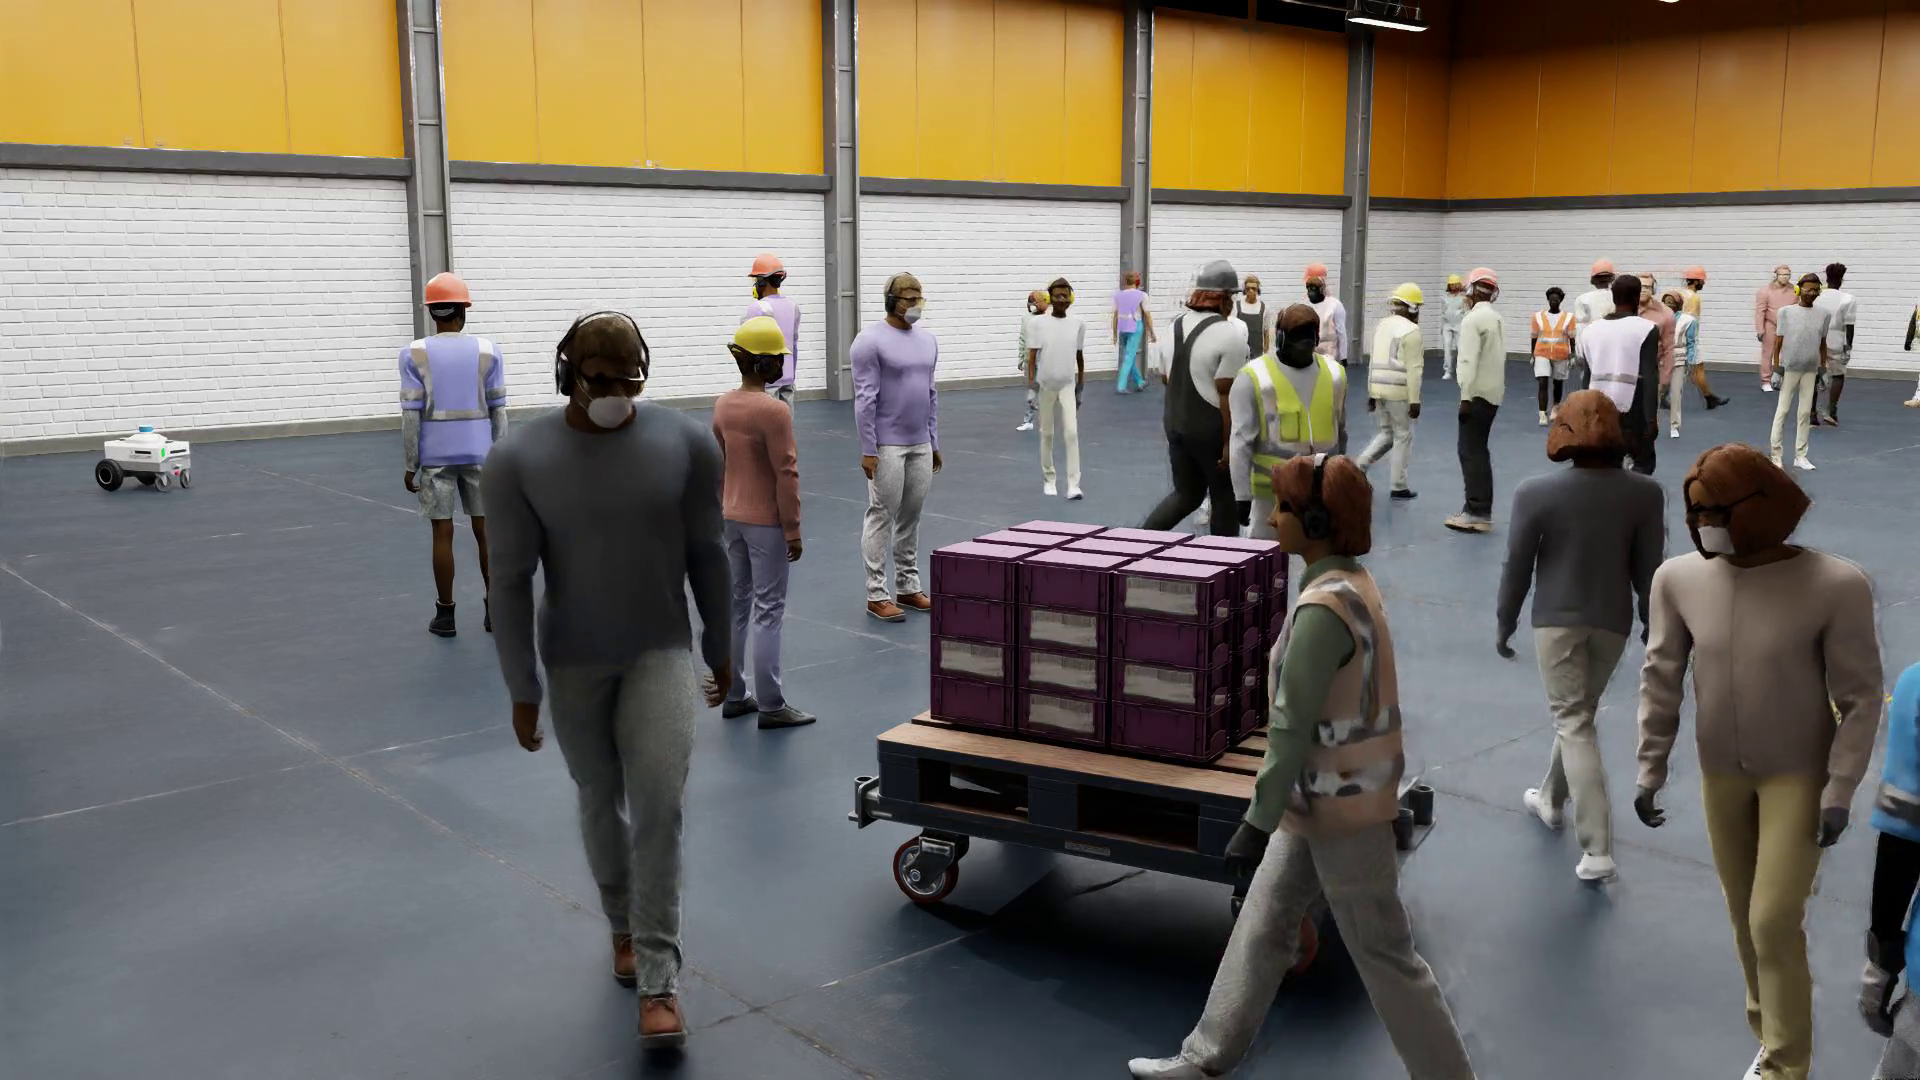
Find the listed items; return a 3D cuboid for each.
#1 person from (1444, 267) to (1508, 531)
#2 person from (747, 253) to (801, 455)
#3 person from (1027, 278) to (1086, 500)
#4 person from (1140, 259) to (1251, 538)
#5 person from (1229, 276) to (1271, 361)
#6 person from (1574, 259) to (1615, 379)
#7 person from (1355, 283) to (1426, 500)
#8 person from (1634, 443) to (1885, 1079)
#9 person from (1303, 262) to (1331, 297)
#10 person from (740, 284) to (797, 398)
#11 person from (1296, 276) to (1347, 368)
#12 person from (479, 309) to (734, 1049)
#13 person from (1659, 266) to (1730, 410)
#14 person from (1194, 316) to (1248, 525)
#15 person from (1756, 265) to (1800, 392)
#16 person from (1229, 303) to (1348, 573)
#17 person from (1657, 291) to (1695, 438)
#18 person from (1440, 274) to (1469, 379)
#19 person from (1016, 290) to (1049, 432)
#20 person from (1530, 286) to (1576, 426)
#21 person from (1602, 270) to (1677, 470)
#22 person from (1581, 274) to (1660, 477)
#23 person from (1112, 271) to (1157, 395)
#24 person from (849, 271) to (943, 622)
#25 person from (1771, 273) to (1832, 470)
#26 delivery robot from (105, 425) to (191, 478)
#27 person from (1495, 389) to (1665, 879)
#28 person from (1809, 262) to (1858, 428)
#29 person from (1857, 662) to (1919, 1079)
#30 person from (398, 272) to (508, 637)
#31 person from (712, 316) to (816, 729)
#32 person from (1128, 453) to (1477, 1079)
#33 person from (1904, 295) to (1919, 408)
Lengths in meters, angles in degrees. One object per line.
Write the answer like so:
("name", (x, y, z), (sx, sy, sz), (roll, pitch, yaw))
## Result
("person", (3.846, -1.056, 12.428), (0.420, 1.940, 0.812), (7, 12, 35))
("person", (-1.549, -1.300, 13.547), (0.377, 2.044, 0.608), (5, 11, 28))
("person", (0.811, -1.239, 13.807), (0.520, 1.834, 0.900), (-1, 10, -4))
("person", (1.389, -0.667, 9.846), (0.810, 2.000, 0.697), (-6, 11, -31))
("person", (3.348, -2.170, 19.393), (0.532, 1.800, 0.991), (2, 10, 9))
("person", (7.142, -2.123, 18.539), (0.602, 2.000, 1.073), (4, 10, 20))
("person", (3.574, -1.221, 13.772), (0.567, 1.808, 0.636), (-3, 10, -17))
("person", (1.830, 0.575, 3.876), (0.647, 1.594, 0.527), (-7, 12, -36))
("person", (4.463, -2.470, 20.689), (0.393, 1.951, 0.688), (4, 10, 21))
("person", (-1.704, -1.420, 14.754), (0.513, 1.872, 0.328), (-4, 10, -21))
("person", (4.062, -2.118, 19.088), (0.651, 1.785, 0.974), (8, 13, 39))
("person", (-0.890, 0.352, 4.332), (0.644, 1.880, 0.921), (-2, 10, -13))
("person", (9.656, -2.653, 21.919), (0.976, 1.882, 0.569), (0, 10, 2))
("person", (1.890, -1.063, 12.674), (0.588, 1.872, 0.551), (1, 10, 4))
("person", (12.131, -3.108, 24.588), (0.681, 1.877, 0.791), (1, 10, 4))
("person", (1.624, -0.245, 8.099), (0.656, 1.788, 0.964), (-2, 10, -11))
("person", (7.906, -1.954, 18.558), (0.520, 1.636, 0.312), (6, 11, 31))
("person", (8.195, -3.534, 27.532), (0.494, 1.729, 0.504), (6, 12, 33))
("person", (0.890, -2.066, 19.224), (0.499, 1.633, 0.279), (6, 12, 33))
("person", (7.147, -2.224, 20.055), (0.536, 1.671, 0.787), (3, 10, 19))
("person", (6.139, -1.495, 15.121), (0.675, 1.891, 0.427), (3, 10, 20))
("person", (4.557, -0.878, 11.493), (0.446, 1.895, 0.627), (-6, 12, -33))
("person", (2.575, -3.041, 24.460), (0.575, 1.795, 0.972), (10, 14, 44))
("person", (-0.333, -0.525, 9.313), (0.372, 1.939, 0.631), (8, 13, 40))
("person", (7.971, -1.589, 15.774), (0.511, 1.861, 0.329), (1, 10, 6))
("delivery robot", (-7.044, -0.753, 14.421), (0.707, 0.478, 0.477), (4, 10, 20))
("person", (2.075, 0.294, 5.557), (0.506, 1.591, 0.895), (0, 10, -2))
("person", (10.190, -2.282, 19.572), (0.632, 1.948, 0.476), (8, 13, 39))
("person", (1.765, 0.728, 2.700), (0.553, 1.685, 0.339), (3, 10, 16))
("person", (-2.699, -0.452, 8.893), (0.550, 1.933, 0.370), (-5, 11, -25))
("person", (-0.855, -0.073, 7.170), (0.310, 1.768, 0.533), (-9, 13, -42))
("person", (0.829, 0.601, 3.724), (0.853, 1.594, 0.519), (2, 10, 14))
("person", (12.848, -2.661, 22.168), (0.804, 1.812, 0.663), (-2, 10, -11))
